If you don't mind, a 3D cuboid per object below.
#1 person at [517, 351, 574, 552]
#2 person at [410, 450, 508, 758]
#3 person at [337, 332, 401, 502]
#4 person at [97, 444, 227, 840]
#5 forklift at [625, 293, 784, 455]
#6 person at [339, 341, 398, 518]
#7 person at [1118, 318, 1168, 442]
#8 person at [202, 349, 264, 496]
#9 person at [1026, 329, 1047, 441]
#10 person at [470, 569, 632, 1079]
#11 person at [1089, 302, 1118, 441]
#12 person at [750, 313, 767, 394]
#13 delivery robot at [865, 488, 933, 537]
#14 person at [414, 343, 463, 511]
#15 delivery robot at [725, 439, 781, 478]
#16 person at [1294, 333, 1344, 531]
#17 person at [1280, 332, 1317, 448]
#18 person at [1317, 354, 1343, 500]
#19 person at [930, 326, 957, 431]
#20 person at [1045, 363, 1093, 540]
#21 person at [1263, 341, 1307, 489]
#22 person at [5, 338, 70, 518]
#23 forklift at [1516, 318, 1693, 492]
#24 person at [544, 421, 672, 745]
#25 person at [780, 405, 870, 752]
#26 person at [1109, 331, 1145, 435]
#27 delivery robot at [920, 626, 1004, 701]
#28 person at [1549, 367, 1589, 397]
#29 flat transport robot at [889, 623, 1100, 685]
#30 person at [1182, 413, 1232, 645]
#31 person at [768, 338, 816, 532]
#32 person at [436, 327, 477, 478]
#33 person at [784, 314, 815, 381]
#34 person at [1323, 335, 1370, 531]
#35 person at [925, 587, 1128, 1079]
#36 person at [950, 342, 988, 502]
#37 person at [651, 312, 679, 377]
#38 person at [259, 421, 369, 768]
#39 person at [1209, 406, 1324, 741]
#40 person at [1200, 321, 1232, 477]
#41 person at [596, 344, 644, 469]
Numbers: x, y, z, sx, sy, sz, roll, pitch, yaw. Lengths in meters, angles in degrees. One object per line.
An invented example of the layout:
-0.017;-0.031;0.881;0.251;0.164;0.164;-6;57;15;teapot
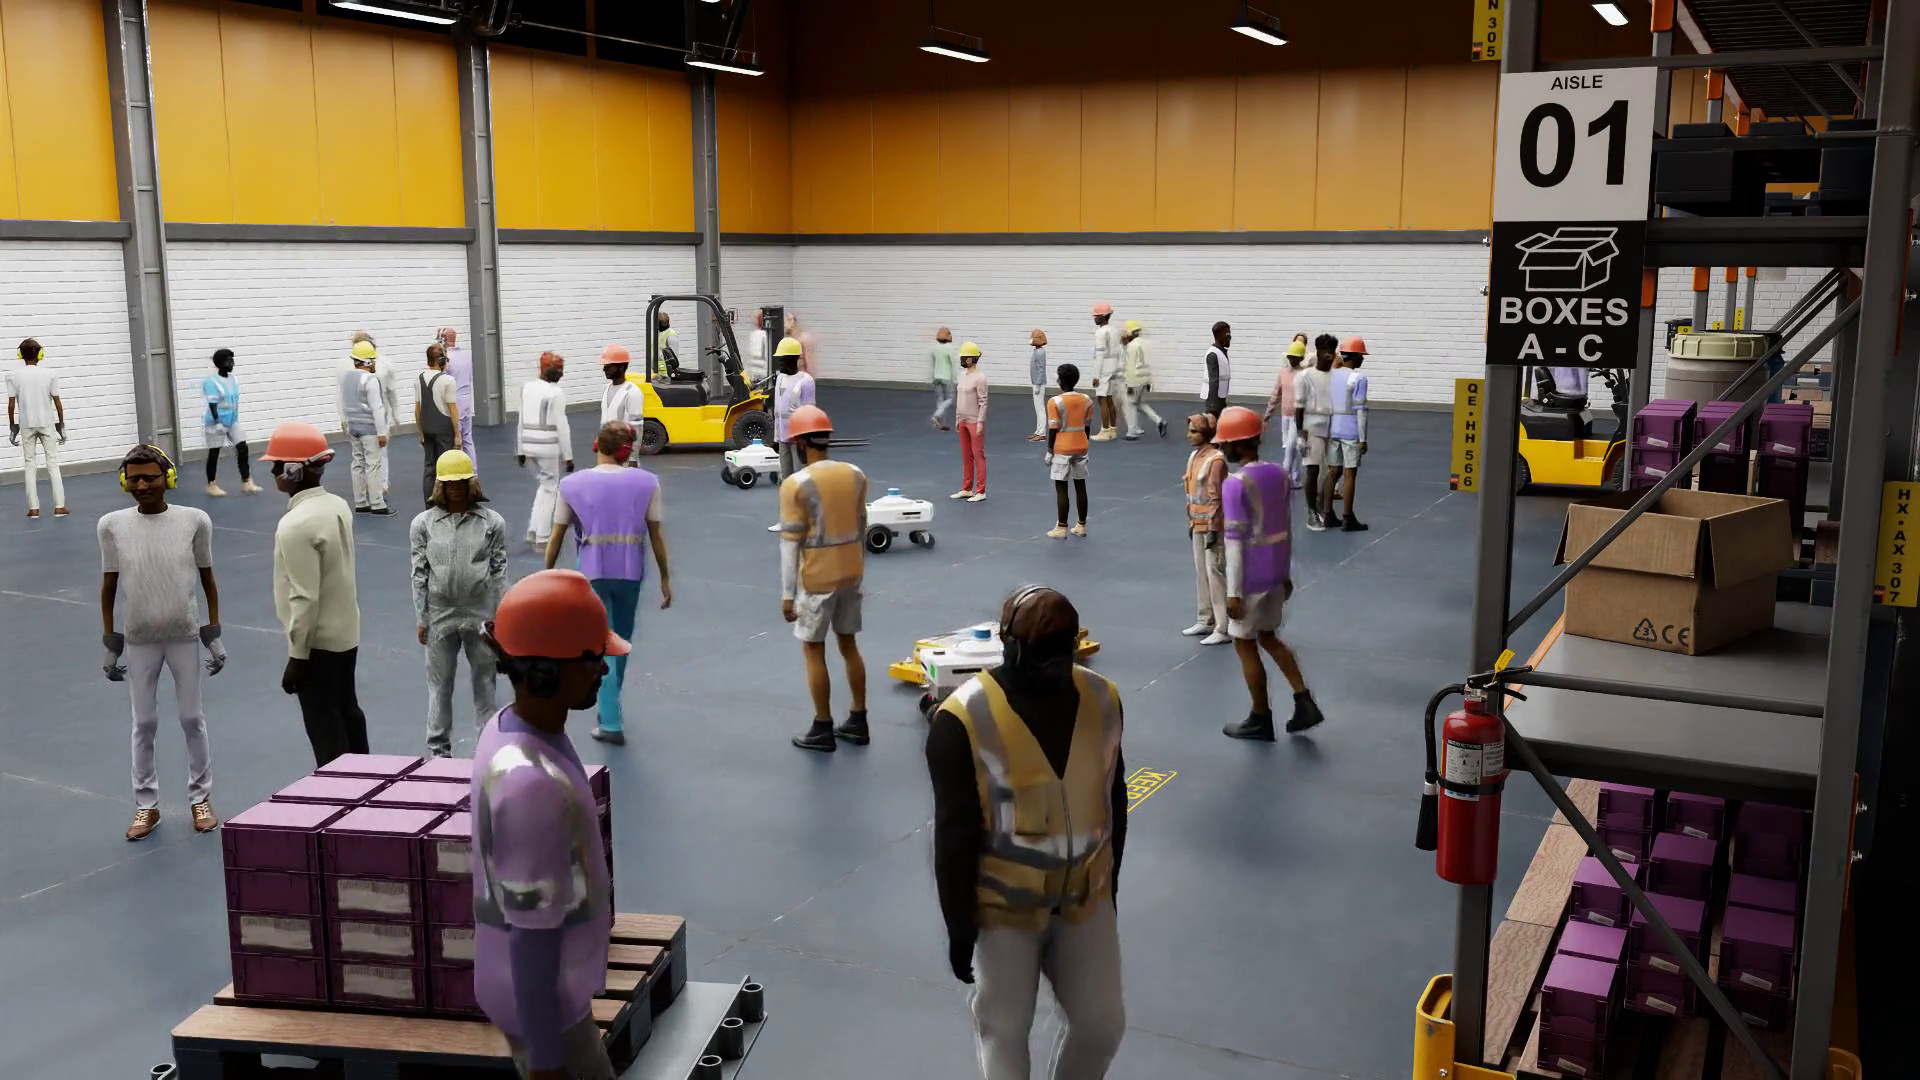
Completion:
-3.816;-0.811;15.297;0.639;1.859;0.423;7;12;35;person
-2.582;0.398;8.631;0.484;1.744;0.296;-4;10;-20;person
-6.573;-1.372;18.517;0.638;1.883;1.057;-4;10;-21;person
-3.753;0.473;7.833;0.537;1.869;0.312;-4;10;-21;person
-3.588;-2.317;23.042;2.313;2.155;1.214;-1;10;-5;forklift
-6.170;-1.151;17.338;0.586;1.835;0.403;7;12;36;person
2.656;-2.305;24.114;0.639;1.806;0.608;4;11;23;person
-8.218;-1.310;18.727;0.730;1.672;0.552;3;10;18;person
1.133;-2.262;24.338;0.279;1.636;0.505;-1;10;-3;person
-1.064;1.064;3.988;0.760;2.025;0.611;-3;10;-16;person
2.085;-2.458;24.324;0.393;2.042;0.626;4;11;23;person
-3.007;-2.614;25.889;0.570;1.807;1.041;9;13;42;person
-0.618;-0.236;15.466;0.707;0.478;0.477;-4;11;-22;delivery robot
-5.243;-1.054;16.754;0.507;1.842;0.351;4;11;24;person
-2.392;-0.951;19.607;0.707;0.478;0.477;-6;11;-29;delivery robot
3.610;-1.080;16.565;0.637;1.961;0.474;-3;10;-17;person
4.760;-2.102;23.406;0.513;1.641;0.307;1;10;5;person
4.126;-1.254;18.543;0.493;1.624;0.280;8;12;37;person
-0.285;-2.465;25.537;0.509;1.620;0.429;9;13;41;person
1.042;-0.851;15.994;0.532;1.698;0.319;-7;12;-35;person
3.799;-1.422;19.170;0.497;1.743;0.610;-6;12;-32;person
-9.593;-1.157;17.287;0.530;1.864;0.311;-5;11;-25;person
7.066;-1.601;18.899;2.313;2.155;1.214;5;11;27;forklift
-2.048;0.216;9.511;0.729;1.788;0.841;-3;10;-19;person
-0.765;0.216;9.193;0.567;1.909;0.472;-9;13;-41;person
2.487;-2.390;25.220;0.523;1.588;0.898;-10;14;-44;person
0.128;0.750;9.757;0.707;0.478;0.477;-2;10;-12;delivery robot
7.984;-1.993;21.961;0.740;1.923;0.639;-3;10;-19;person
0.248;0.729;10.970;0.652;0.197;1.431;8;13;39;flat transport robot
1.745;-0.083;11.761;0.321;1.630;0.513;-3;10;-15;person
-1.640;-1.010;16.250;0.366;1.927;0.585;-9;13;-41;person
-5.904;-1.525;19.357;0.411;1.894;0.660;2;10;12;person
-2.478;-2.475;25.017;0.636;1.845;1.068;9;13;42;person
3.843;-1.057;16.498;0.373;1.933;0.549;-6;12;-32;person
0.221;1.033;4.721;0.643;1.825;0.487;-4;11;-22;person
0.111;-1.305;18.428;0.311;1.769;0.522;-6;12;-33;person
-4.564;-2.588;25.653;0.429;1.838;0.621;-6;12;-33;person
-2.937;0.454;7.579;0.395;1.994;0.612;0;10;-1;person
1.682;0.203;9.301;0.627;1.903;0.573;9;13;41;person
3.136;-1.706;20.305;0.389;1.919;0.592;3;10;18;person
-3.067;-0.792;14.958;0.545;1.938;0.359;9;13;42;person
